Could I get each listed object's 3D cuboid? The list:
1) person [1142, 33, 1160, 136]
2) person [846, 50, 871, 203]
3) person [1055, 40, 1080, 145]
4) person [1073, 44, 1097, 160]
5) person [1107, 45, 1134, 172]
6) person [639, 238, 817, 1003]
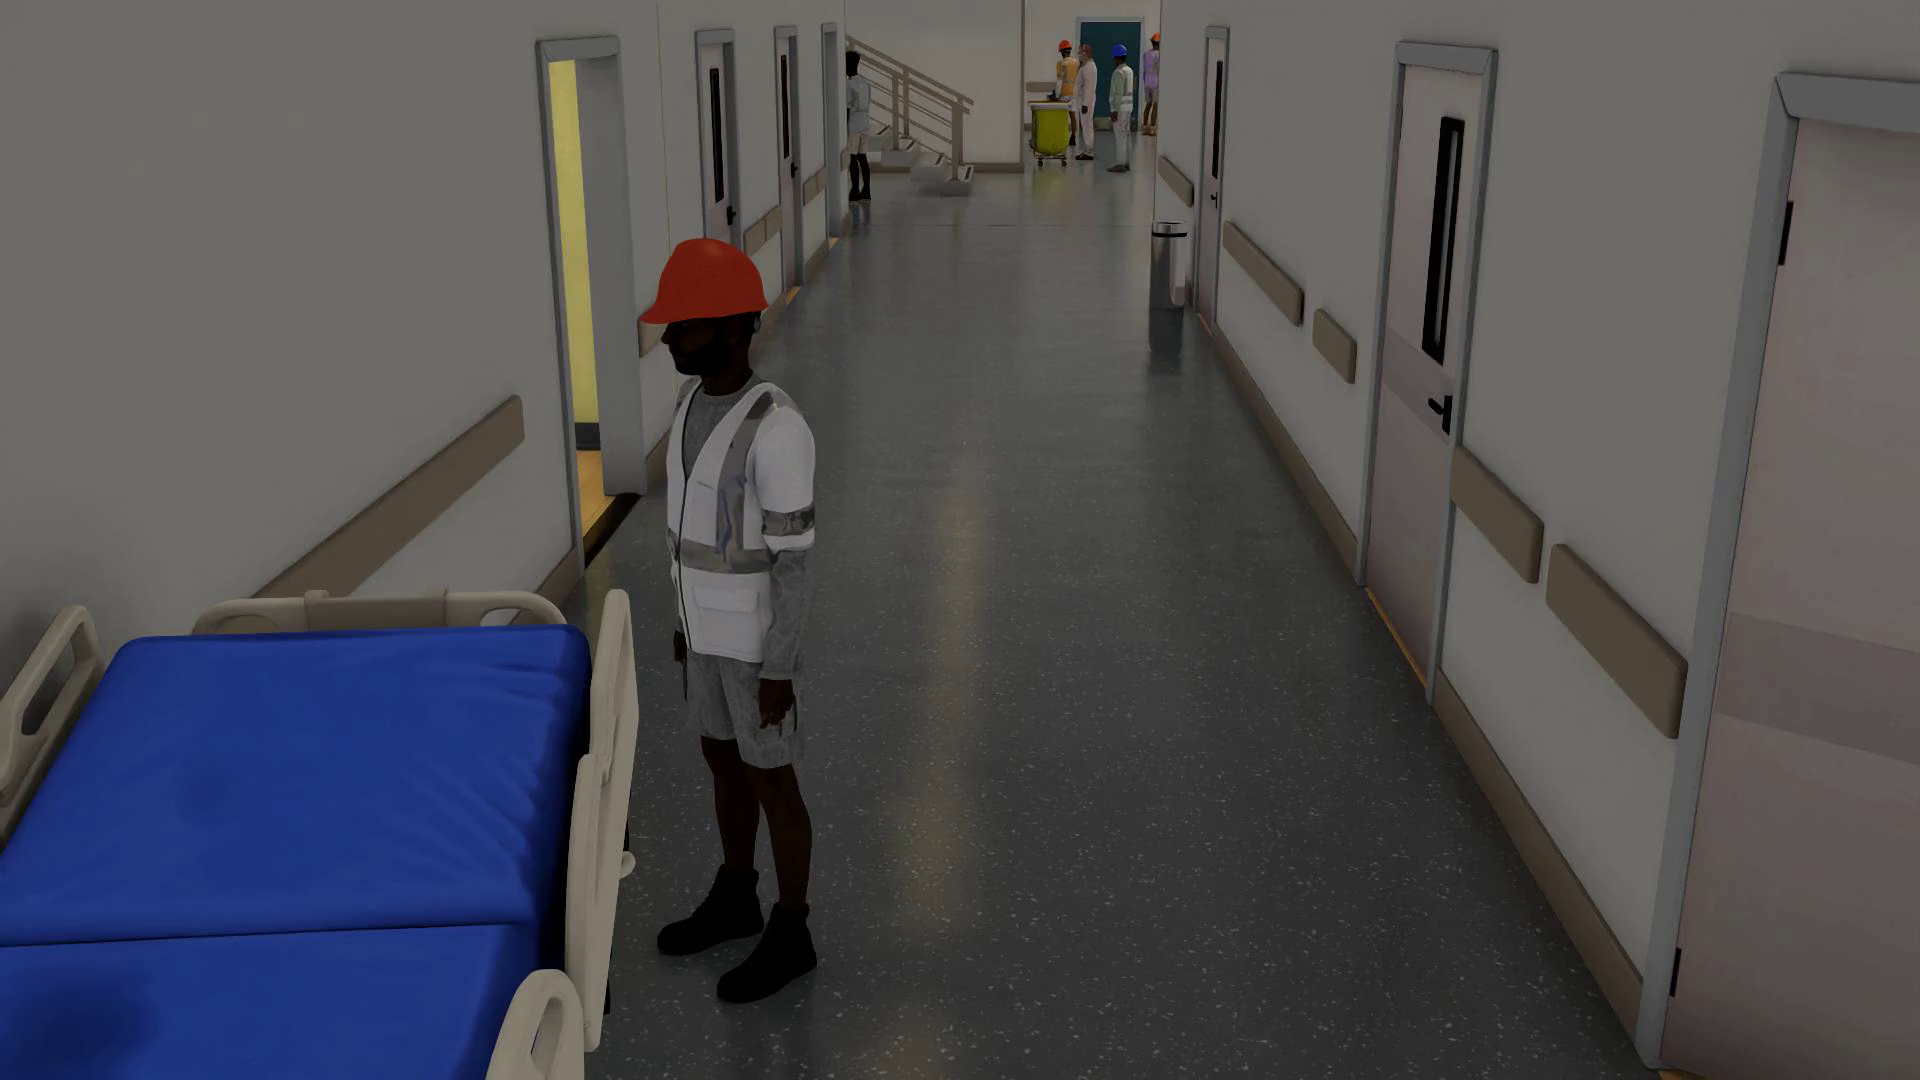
[{"bbox_3d":[3.956,-9.234,33.739,0.404,2.030,0.612,-11,21,-31],"label":"person"},{"bbox_3d":[-1.386,-5.436,21.923,0.375,1.958,0.598,8,19,24],"label":"person"},{"bbox_3d":[1.984,-8.371,31.185,0.543,1.928,0.372,-14,22,-37],"label":"person"},{"bbox_3d":[2.121,-7.441,28.302,0.401,1.904,0.651,2,18,6],"label":"person"},{"bbox_3d":[2.517,-6.761,26.097,0.402,1.943,0.608,8,19,23],"label":"person"},{"bbox_3d":[-0.578,0.219,4.175,0.361,1.938,0.545,-14,22,-36],"label":"person"}]
